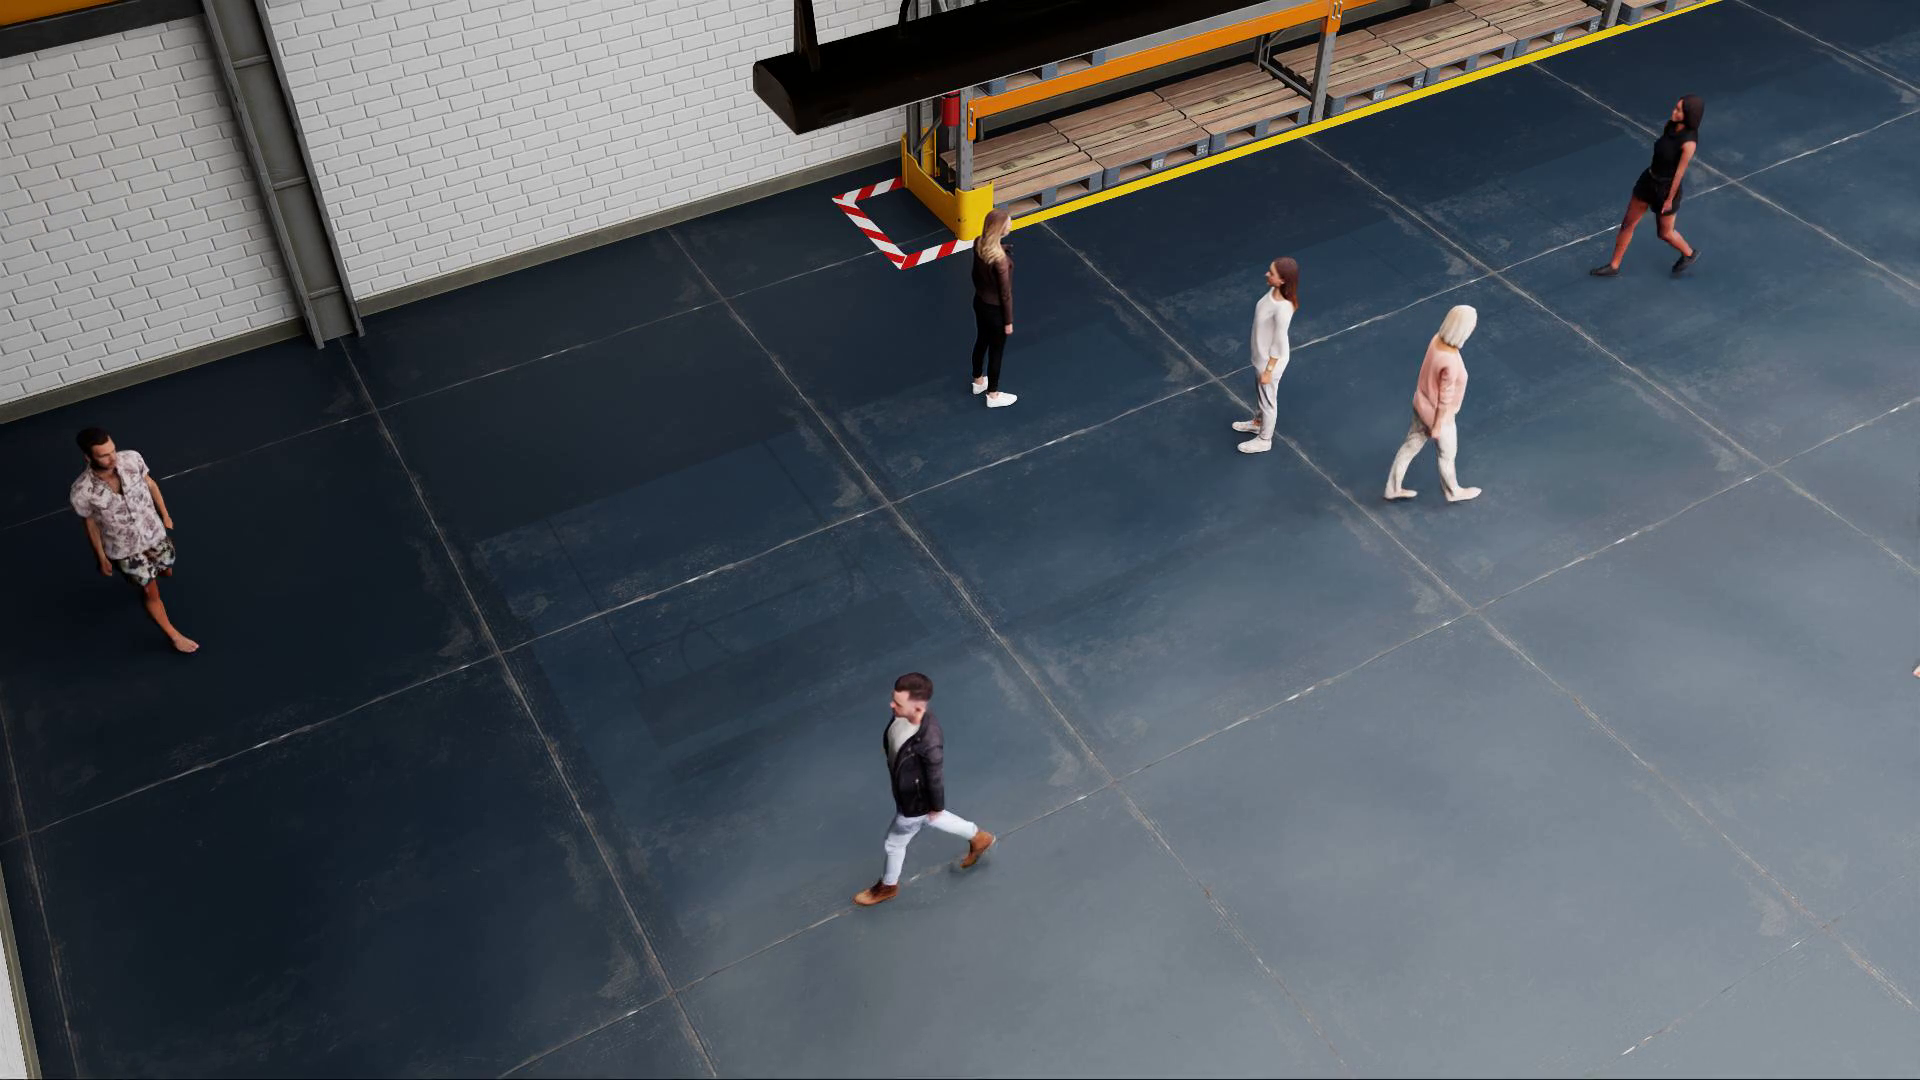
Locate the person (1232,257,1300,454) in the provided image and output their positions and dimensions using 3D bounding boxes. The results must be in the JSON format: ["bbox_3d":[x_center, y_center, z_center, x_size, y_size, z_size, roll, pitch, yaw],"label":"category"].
[{"bbox_3d":[2.293,-1.379,12.298,0.699,1.688,0.684,0,44,0],"label":"person"}]

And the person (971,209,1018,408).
[{"bbox_3d":[0.240,-1.777,12.705,0.487,1.703,0.606,-21,47,-20],"label":"person"}]

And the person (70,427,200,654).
[{"bbox_3d":[-5.464,-0.072,10.857,1.039,1.784,1.082,28,50,26],"label":"person"}]

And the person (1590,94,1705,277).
[{"bbox_3d":[5.927,-2.905,13.884,1.195,1.711,0.875,-6,44,-6],"label":"person"}]

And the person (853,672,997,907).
[{"bbox_3d":[-0.172,1.371,9.326,1.194,1.805,0.833,-12,45,-12],"label":"person"}]

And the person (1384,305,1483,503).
[{"bbox_3d":[3.298,-0.929,11.816,1.016,1.702,0.835,-4,44,-4],"label":"person"}]
